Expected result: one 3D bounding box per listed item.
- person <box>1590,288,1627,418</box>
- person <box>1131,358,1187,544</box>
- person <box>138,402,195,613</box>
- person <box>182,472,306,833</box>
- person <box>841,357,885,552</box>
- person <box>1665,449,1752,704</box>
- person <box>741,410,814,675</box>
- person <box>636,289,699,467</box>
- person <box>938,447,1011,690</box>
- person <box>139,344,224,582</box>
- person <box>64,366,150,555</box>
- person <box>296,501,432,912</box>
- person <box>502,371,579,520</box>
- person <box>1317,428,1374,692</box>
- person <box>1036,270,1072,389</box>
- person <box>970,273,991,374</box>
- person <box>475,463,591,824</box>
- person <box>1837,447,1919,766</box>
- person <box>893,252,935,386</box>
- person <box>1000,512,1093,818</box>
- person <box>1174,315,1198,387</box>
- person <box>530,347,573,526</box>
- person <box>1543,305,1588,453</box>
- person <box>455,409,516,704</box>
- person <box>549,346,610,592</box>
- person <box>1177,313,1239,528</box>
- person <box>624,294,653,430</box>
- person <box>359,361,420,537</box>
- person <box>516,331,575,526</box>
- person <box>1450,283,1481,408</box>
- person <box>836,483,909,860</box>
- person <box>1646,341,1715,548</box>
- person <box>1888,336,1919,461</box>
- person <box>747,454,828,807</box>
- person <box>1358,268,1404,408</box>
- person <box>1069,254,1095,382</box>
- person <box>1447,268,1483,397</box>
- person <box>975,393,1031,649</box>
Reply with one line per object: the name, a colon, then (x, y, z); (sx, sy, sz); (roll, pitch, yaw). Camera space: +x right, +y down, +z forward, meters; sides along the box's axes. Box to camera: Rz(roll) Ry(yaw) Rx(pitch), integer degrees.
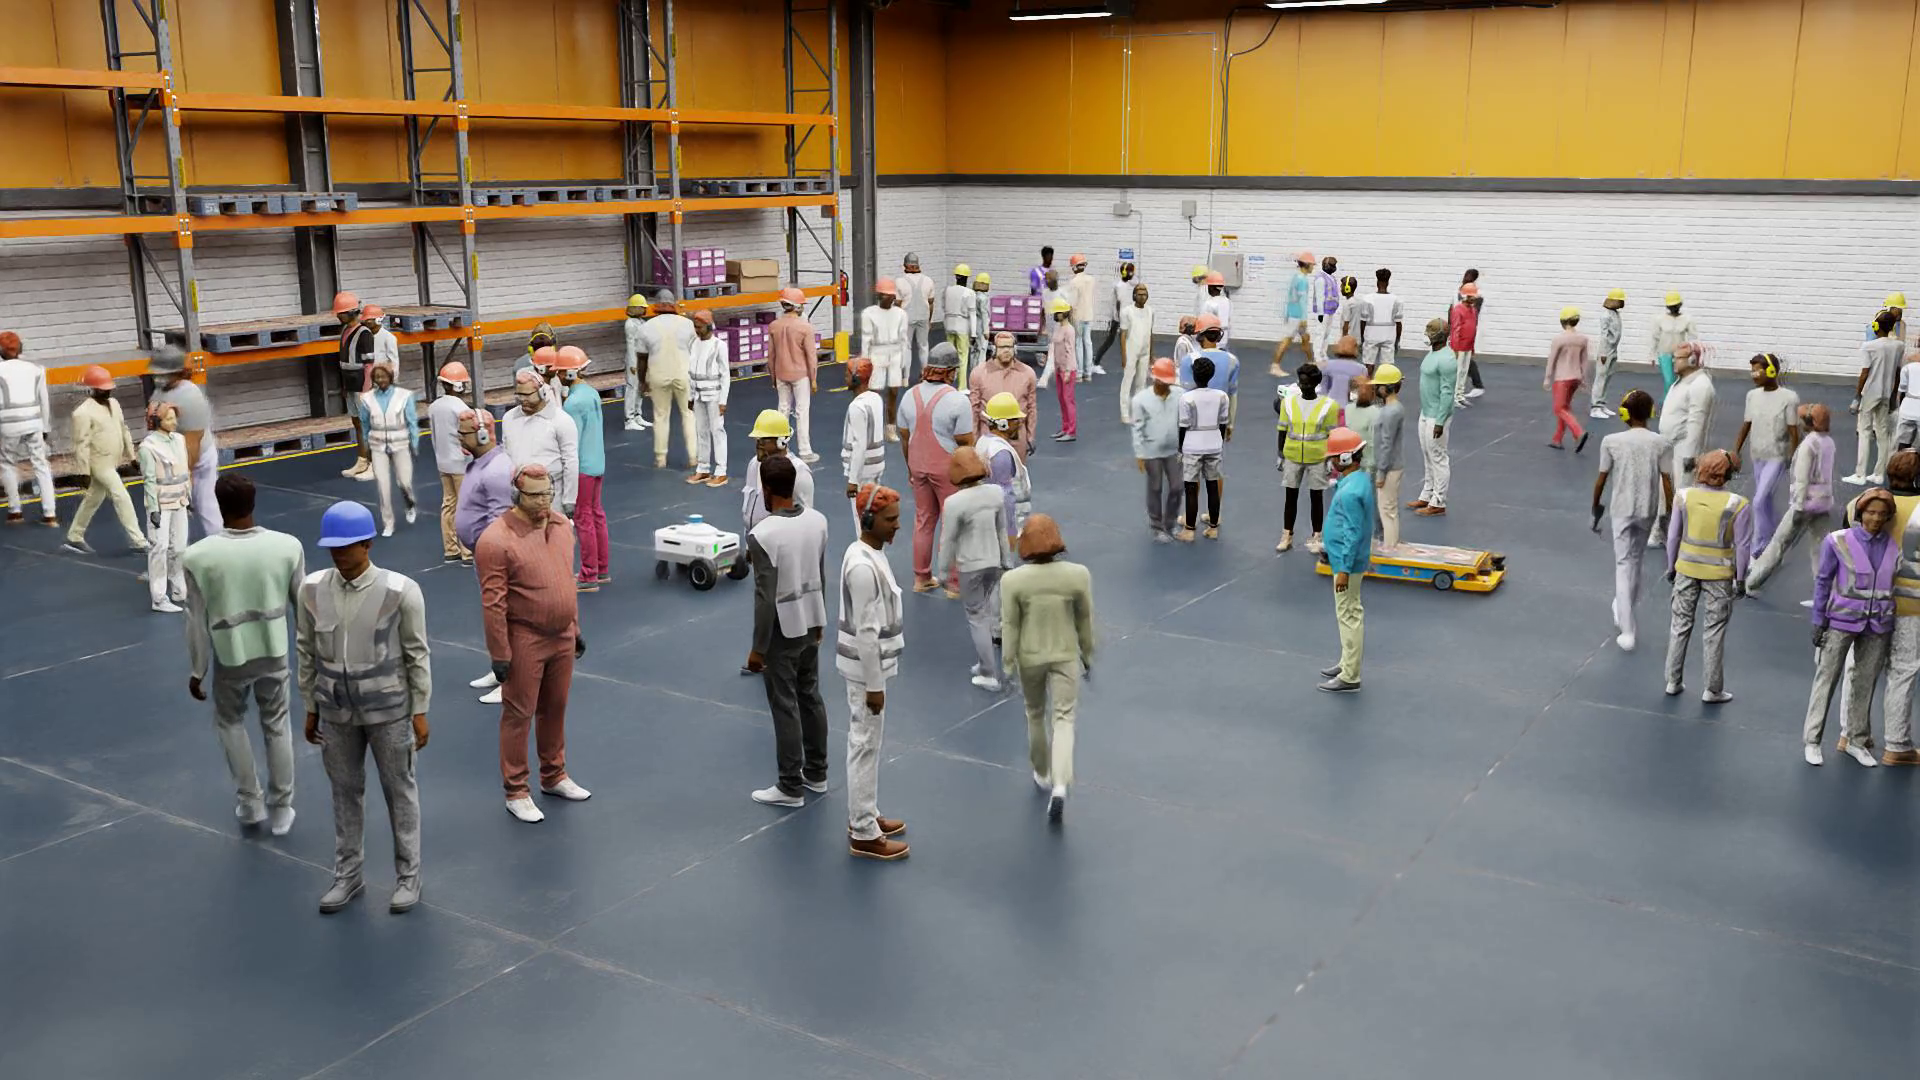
person: (8.753, -2.518, 22.384); (0.325, 1.740, 0.492); (11, 17, 39)
person: (1.825, -0.799, 14.978); (0.589, 1.710, 0.460); (-3, 13, -14)
person: (-6.111, -0.260, 12.840); (0.318, 1.630, 0.512); (2, 13, 7)
person: (-3.665, 0.584, 8.585); (0.639, 1.891, 0.552); (-9, 16, -36)
person: (-0.790, -0.547, 13.520); (0.341, 1.882, 0.587); (3, 13, 13)
person: (4.790, 0.231, 10.683); (0.311, 1.638, 0.521); (-12, 17, -41)
person: (-1.237, 0.039, 11.088); (0.589, 1.834, 0.403); (11, 17, 41)
person: (-3.275, -1.836, 18.768); (0.735, 2.000, 0.569); (-2, 13, -7)
person: (0.067, 0.179, 10.945); (0.520, 1.607, 0.544); (-11, 17, -39)
person: (-6.384, -0.636, 13.564); (0.717, 2.000, 0.818); (10, 16, 37)
person: (-7.519, -0.688, 14.553); (0.910, 1.702, 0.547); (-1, 13, -2)
person: (-2.742, 0.769, 7.670); (0.604, 1.949, 0.398); (1, 13, 4)
person: (-3.190, -0.327, 12.530); (0.654, 1.901, 0.408); (5, 14, 20)
person: (2.516, 0.126, 10.913); (0.349, 1.738, 0.572); (4, 14, 16)
person: (1.437, -3.209, 25.297); (0.997, 1.788, 0.517); (-12, 17, -42)
person: (0.333, -3.183, 25.279); (0.307, 1.738, 0.485); (-5, 14, -21)
person: (-2.227, 0.527, 8.824); (0.402, 1.902, 0.652); (7, 15, 29)
person: (5.394, 0.378, 9.600); (0.429, 1.845, 0.625); (-7, 15, -26)
person: (-0.753, -3.377, 25.455); (0.678, 2.000, 0.537); (-6, 14, -23)
person: (0.468, 0.656, 8.905); (0.511, 1.602, 0.776); (0, 13, -1)
person: (2.659, -1.841, 19.692); (0.313, 1.634, 0.514); (4, 14, 16)
person: (-3.809, -0.919, 15.425); (0.336, 1.748, 0.573); (0, 13, 1)
person: (7.243, -1.901, 19.708); (0.524, 1.741, 0.706); (-6, 14, -26)
person: (-3.037, 0.094, 10.722); (0.397, 1.900, 0.649); (-6, 14, -25)
person: (-3.062, -0.572, 13.411); (0.407, 1.987, 0.614); (1, 13, 6)
person: (2.314, -1.121, 15.703); (0.619, 2.029, 0.410); (-6, 14, -23)
person: (-4.146, -2.292, 21.428); (0.342, 1.735, 0.484); (2, 13, 9)
person: (-5.268, -0.853, 15.411); (0.531, 1.625, 0.428); (-1, 13, -6)
person: (-3.867, -1.017, 15.581); (0.513, 1.877, 0.328); (-3, 13, -15)
person: (7.053, -2.717, 23.238); (0.349, 1.744, 0.568); (11, 17, 41)
person: (-0.439, 0.649, 8.334); (0.356, 1.885, 0.573); (0, 13, -2)
person: (6.463, -0.819, 14.712); (0.758, 1.882, 0.648); (0, 13, 1)
person: (10.513, -1.478, 18.170); (0.535, 1.610, 0.763); (-1, 13, -6)
person: (-0.913, 0.488, 8.959); (0.370, 1.915, 0.597); (7, 15, 30)
person: (5.808, -2.775, 23.030); (0.608, 1.959, 0.370); (0, 13, 1)
person: (1.855, -3.451, 25.892); (0.391, 1.987, 0.608); (11, 17, 39)
person: (7.401, -3.052, 24.414); (0.460, 1.882, 0.673); (-5, 14, -22)
person: (0.302, -0.139, 11.866); (0.403, 1.833, 0.586); (-3, 13, -14)
